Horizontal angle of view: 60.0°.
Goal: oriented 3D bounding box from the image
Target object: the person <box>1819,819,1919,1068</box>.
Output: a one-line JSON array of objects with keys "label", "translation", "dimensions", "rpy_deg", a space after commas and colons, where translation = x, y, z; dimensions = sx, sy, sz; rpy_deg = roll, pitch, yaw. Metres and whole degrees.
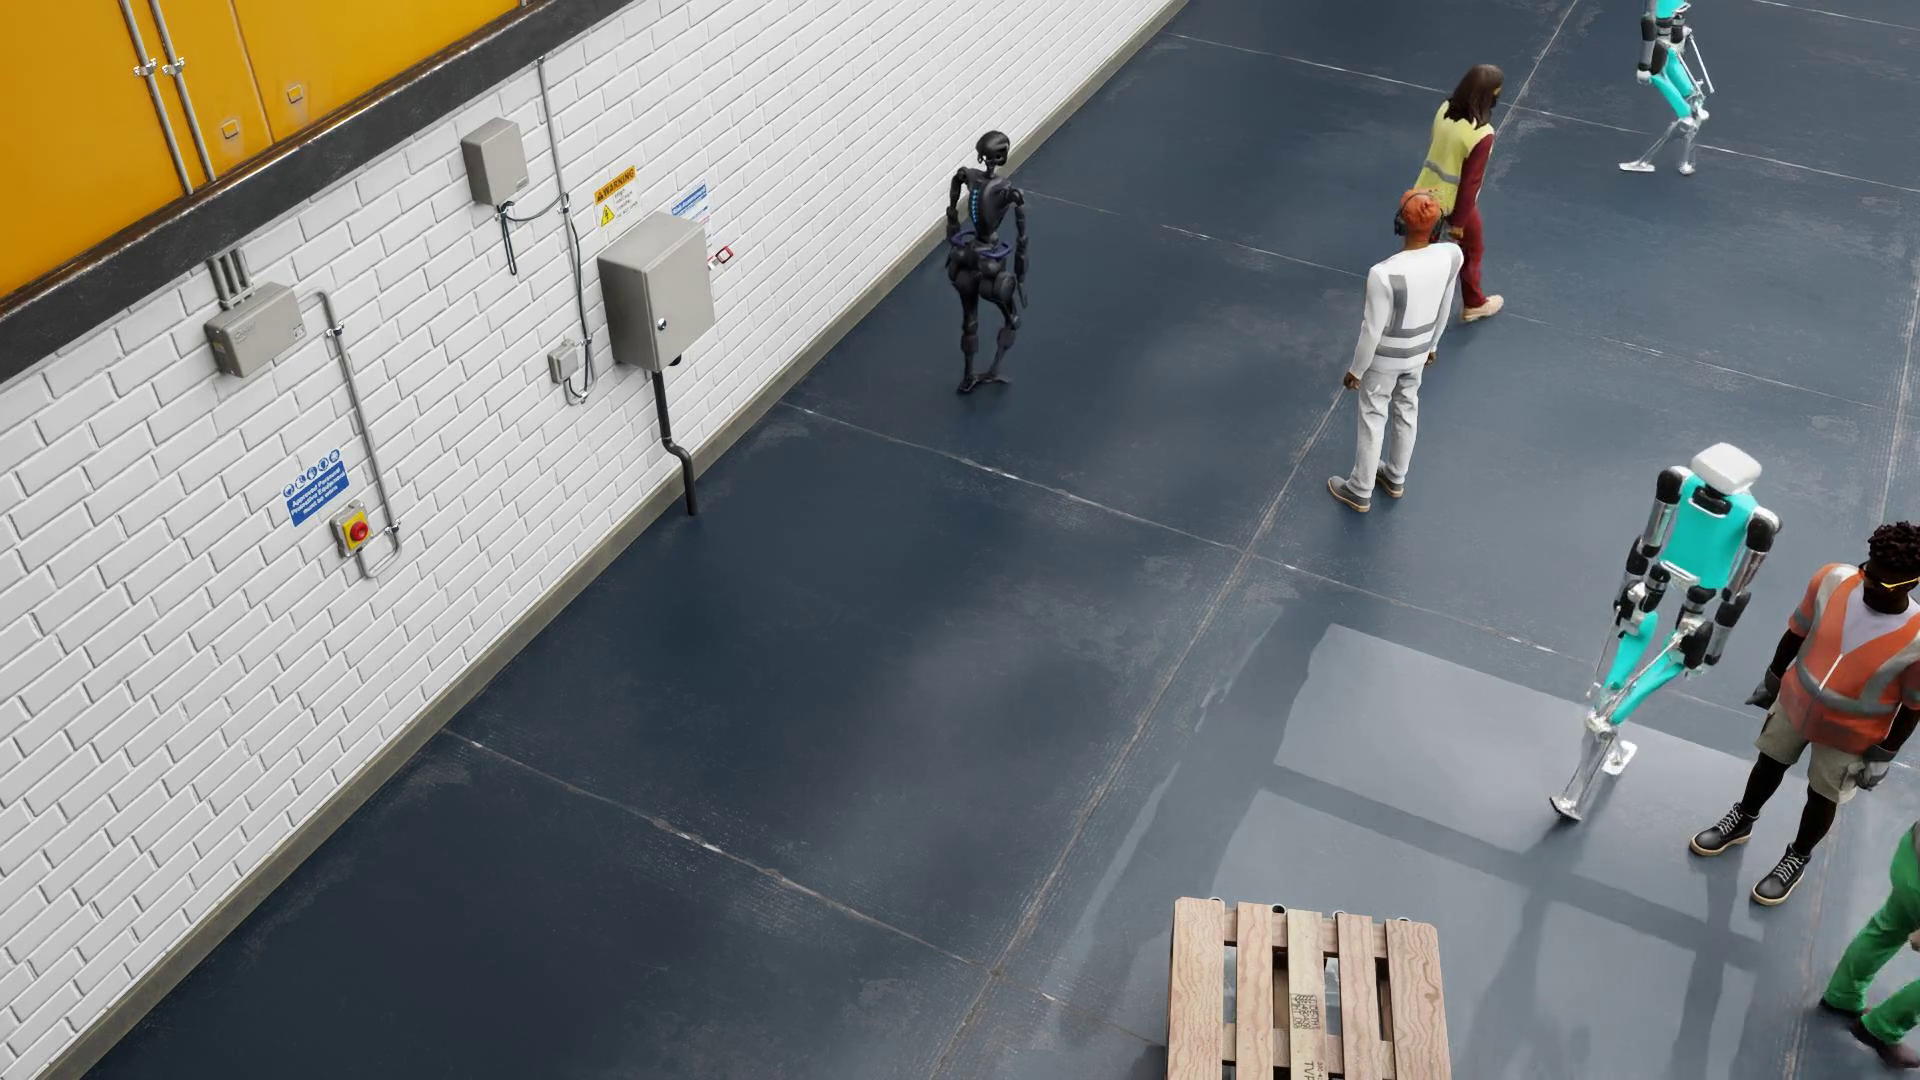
[{"label": "person", "translation": [3.710, 1.290, 6.147], "dimensions": [0.509, 1.826, 0.494], "rpy_deg": [12, 42, 14]}]

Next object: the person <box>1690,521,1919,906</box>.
[{"label": "person", "translation": [3.506, 0.704, 6.724], "dimensions": [0.361, 1.963, 0.614], "rpy_deg": [-22, 45, -23]}]

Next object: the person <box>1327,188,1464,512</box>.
[{"label": "person", "translation": [2.281, -0.973, 8.730], "dimensions": [0.582, 1.881, 0.340], "rpy_deg": [-19, 44, -21]}]

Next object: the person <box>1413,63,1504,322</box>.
[{"label": "person", "translation": [3.096, -2.092, 10.142], "dimensions": [0.837, 1.740, 0.473], "rpy_deg": [-17, 44, -18]}]

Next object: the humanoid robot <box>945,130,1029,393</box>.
[{"label": "humanoid robot", "translation": [0.124, -1.591, 9.603], "dimensions": [0.599, 1.651, 0.352], "rpy_deg": [26, 47, 27]}]

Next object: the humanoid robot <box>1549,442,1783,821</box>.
[{"label": "humanoid robot", "translation": [2.913, 0.498, 7.165], "dimensions": [0.955, 1.792, 0.533], "rpy_deg": [-32, 50, -31]}]

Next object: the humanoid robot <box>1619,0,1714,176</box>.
[{"label": "humanoid robot", "translation": [5.077, -3.317, 11.554], "dimensions": [0.587, 1.762, 0.886], "rpy_deg": [-33, 50, -32]}]
